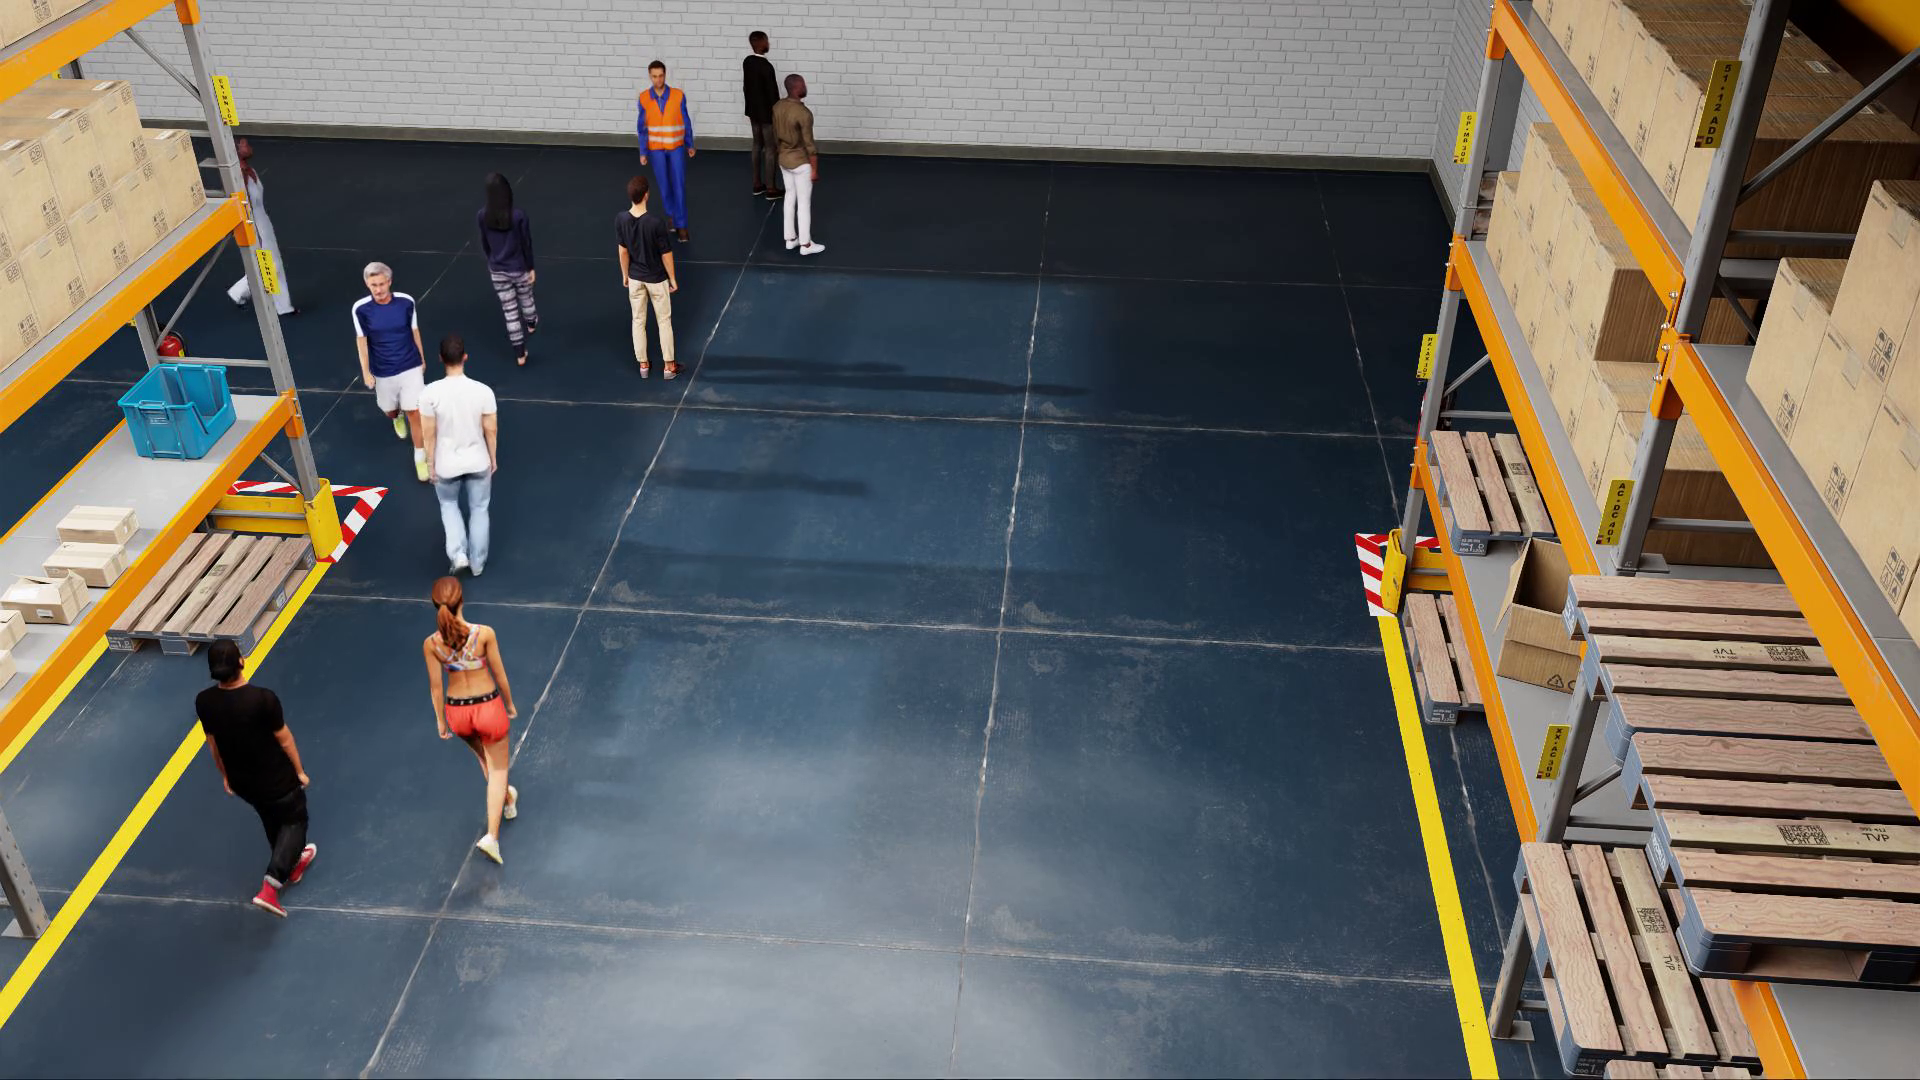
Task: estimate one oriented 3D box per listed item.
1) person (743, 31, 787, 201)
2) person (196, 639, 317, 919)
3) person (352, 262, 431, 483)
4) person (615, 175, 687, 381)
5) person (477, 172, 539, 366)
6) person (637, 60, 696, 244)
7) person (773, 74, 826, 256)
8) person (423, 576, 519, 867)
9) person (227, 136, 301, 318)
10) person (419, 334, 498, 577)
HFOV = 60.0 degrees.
[{"bbox_3d":[-2.129,-4.597,17.995,0.775,1.800,0.729,-28,43,-35],"label":"person"},{"bbox_3d":[-3.852,1.343,9.114,0.655,1.739,0.949,4,34,6],"label":"person"},{"bbox_3d":[-4.477,-1.397,13.176,0.986,1.805,1.212,-12,36,-18],"label":"person"},{"bbox_3d":[-2.709,-2.272,14.444,0.669,1.859,0.551,7,34,10],"label":"person"},{"bbox_3d":[-4.003,-2.365,14.737,0.762,1.690,1.096,-4,34,-6],"label":"person"},{"bbox_3d":[-3.022,-4.039,17.125,0.875,1.834,1.114,-5,34,-7],"label":"person"},{"bbox_3d":[-1.643,-3.789,16.758,0.828,1.824,0.791,-29,43,-36],"label":"person"},{"bbox_3d":[-2.781,1.064,9.518,0.779,1.756,1.097,-5,34,-7],"label":"person"},{"bbox_3d":[-6.598,-2.855,15.401,0.789,1.770,0.837,-6,34,-9],"label":"person"},{"bbox_3d":[-3.539,-0.517,11.829,0.828,1.832,0.862,-12,36,-18],"label":"person"}]
